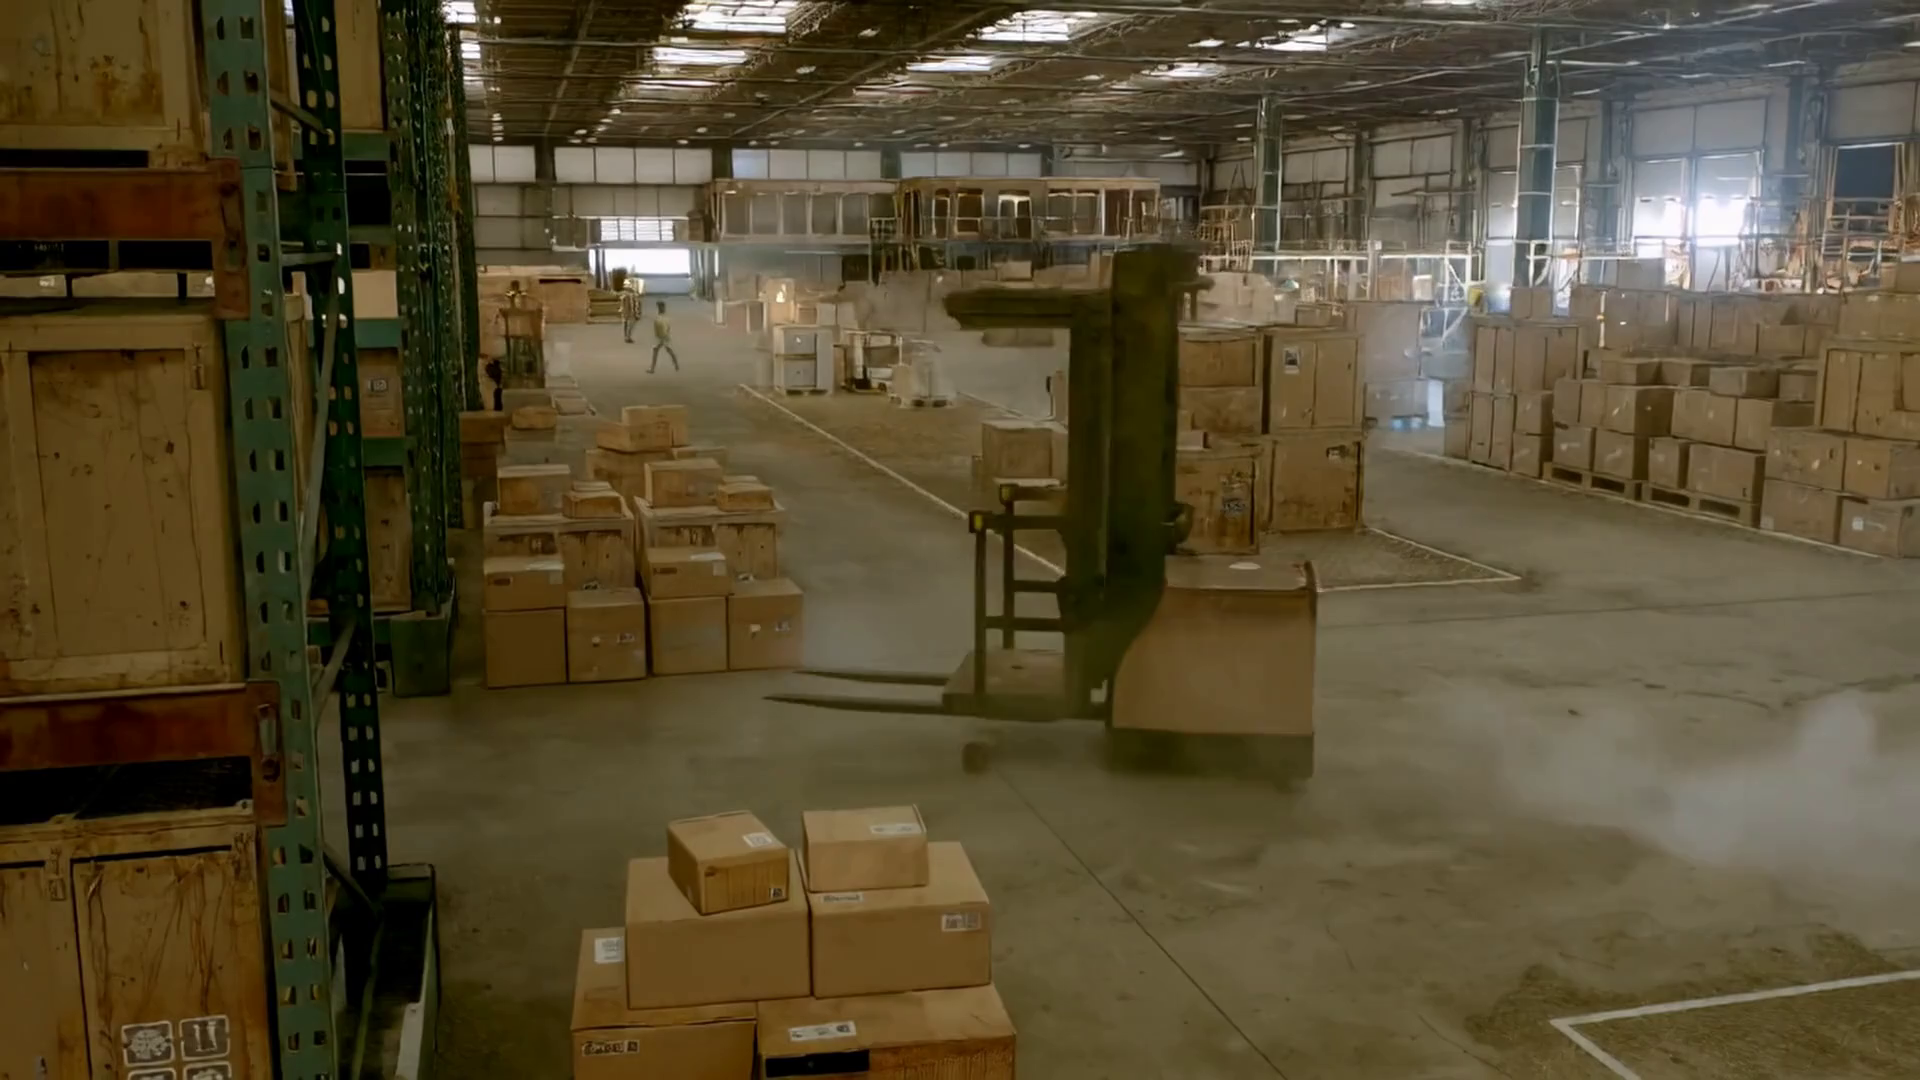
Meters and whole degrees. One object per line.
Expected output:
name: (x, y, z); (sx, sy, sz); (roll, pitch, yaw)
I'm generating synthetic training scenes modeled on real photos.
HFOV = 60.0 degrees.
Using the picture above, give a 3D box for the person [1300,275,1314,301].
person: (13.267, -9.270, 63.770); (0.637, 1.797, 0.971); (-2, 10, -9)

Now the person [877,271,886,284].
person: (-2.777, -8.656, 59.693); (0.378, 1.996, 0.611); (7, 12, 36)

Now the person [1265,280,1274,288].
person: (8.781, -6.465, 47.487); (0.477, 1.912, 0.599); (2, 10, 12)

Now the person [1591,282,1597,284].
person: (19.123, -6.912, 50.413); (0.533, 1.789, 0.861); (-4, 11, -19)

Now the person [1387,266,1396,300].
person: (20.912, -12.329, 80.706); (0.443, 1.924, 0.694); (-3, 10, -16)

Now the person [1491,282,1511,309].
person: (14.662, -6.004, 44.879); (0.686, 1.920, 0.505); (4, 11, 23)

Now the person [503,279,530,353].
person: (-11.698, -5.874, 43.810); (0.694, 2.000, 0.720); (3, 10, 17)

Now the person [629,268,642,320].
person: (-12.694, -9.583, 64.806); (0.605, 2.045, 0.377); (-7, 12, -35)

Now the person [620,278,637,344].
person: (-9.810, -6.787, 49.281); (0.378, 1.932, 0.551); (-9, 14, -43)

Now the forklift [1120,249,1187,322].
forklift: (2.797, -2.848, 24.299); (1.129, 2.768, 1.873); (-3, 10, -15)

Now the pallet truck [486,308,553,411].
pallet truck: (-6.242, -2.418, 24.362); (0.823, 1.965, 1.885); (1, 10, 3)

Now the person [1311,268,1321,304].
person: (15.448, -10.850, 72.347); (0.517, 1.906, 0.608); (-2, 10, -13)

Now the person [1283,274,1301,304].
person: (11.636, -8.376, 58.306); (0.642, 1.927, 0.645); (3, 11, 18)

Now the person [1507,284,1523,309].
person: (14.736, -5.802, 43.825); (0.660, 1.891, 0.451); (4, 11, 20)

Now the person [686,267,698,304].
person: (-13.455, -12.800, 83.575); (0.587, 1.860, 0.824); (-2, 10, -11)

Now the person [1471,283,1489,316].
person: (17.044, -7.586, 54.501); (0.558, 1.672, 0.621); (5, 11, 25)

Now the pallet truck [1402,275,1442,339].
pallet truck: (14.620, -7.324, 52.145); (0.823, 1.965, 1.885); (8, 13, 40)

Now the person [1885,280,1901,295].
person: (26.663, -6.475, 47.513); (0.553, 1.934, 0.364); (-3, 10, -16)

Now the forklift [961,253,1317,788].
forklift: (1.027, -0.172, 9.148); (1.873, 2.768, 1.129); (2, 10, 11)

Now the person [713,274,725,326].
person: (-8.720, -8.675, 60.203); (0.328, 1.861, 0.502); (7, 12, 34)

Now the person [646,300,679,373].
person: (-6.747, -4.618, 37.801); (0.545, 1.647, 0.894); (9, 13, 40)

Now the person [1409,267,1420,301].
person: (21.130, -11.677, 77.085); (0.573, 1.904, 0.785); (-4, 11, -23)
